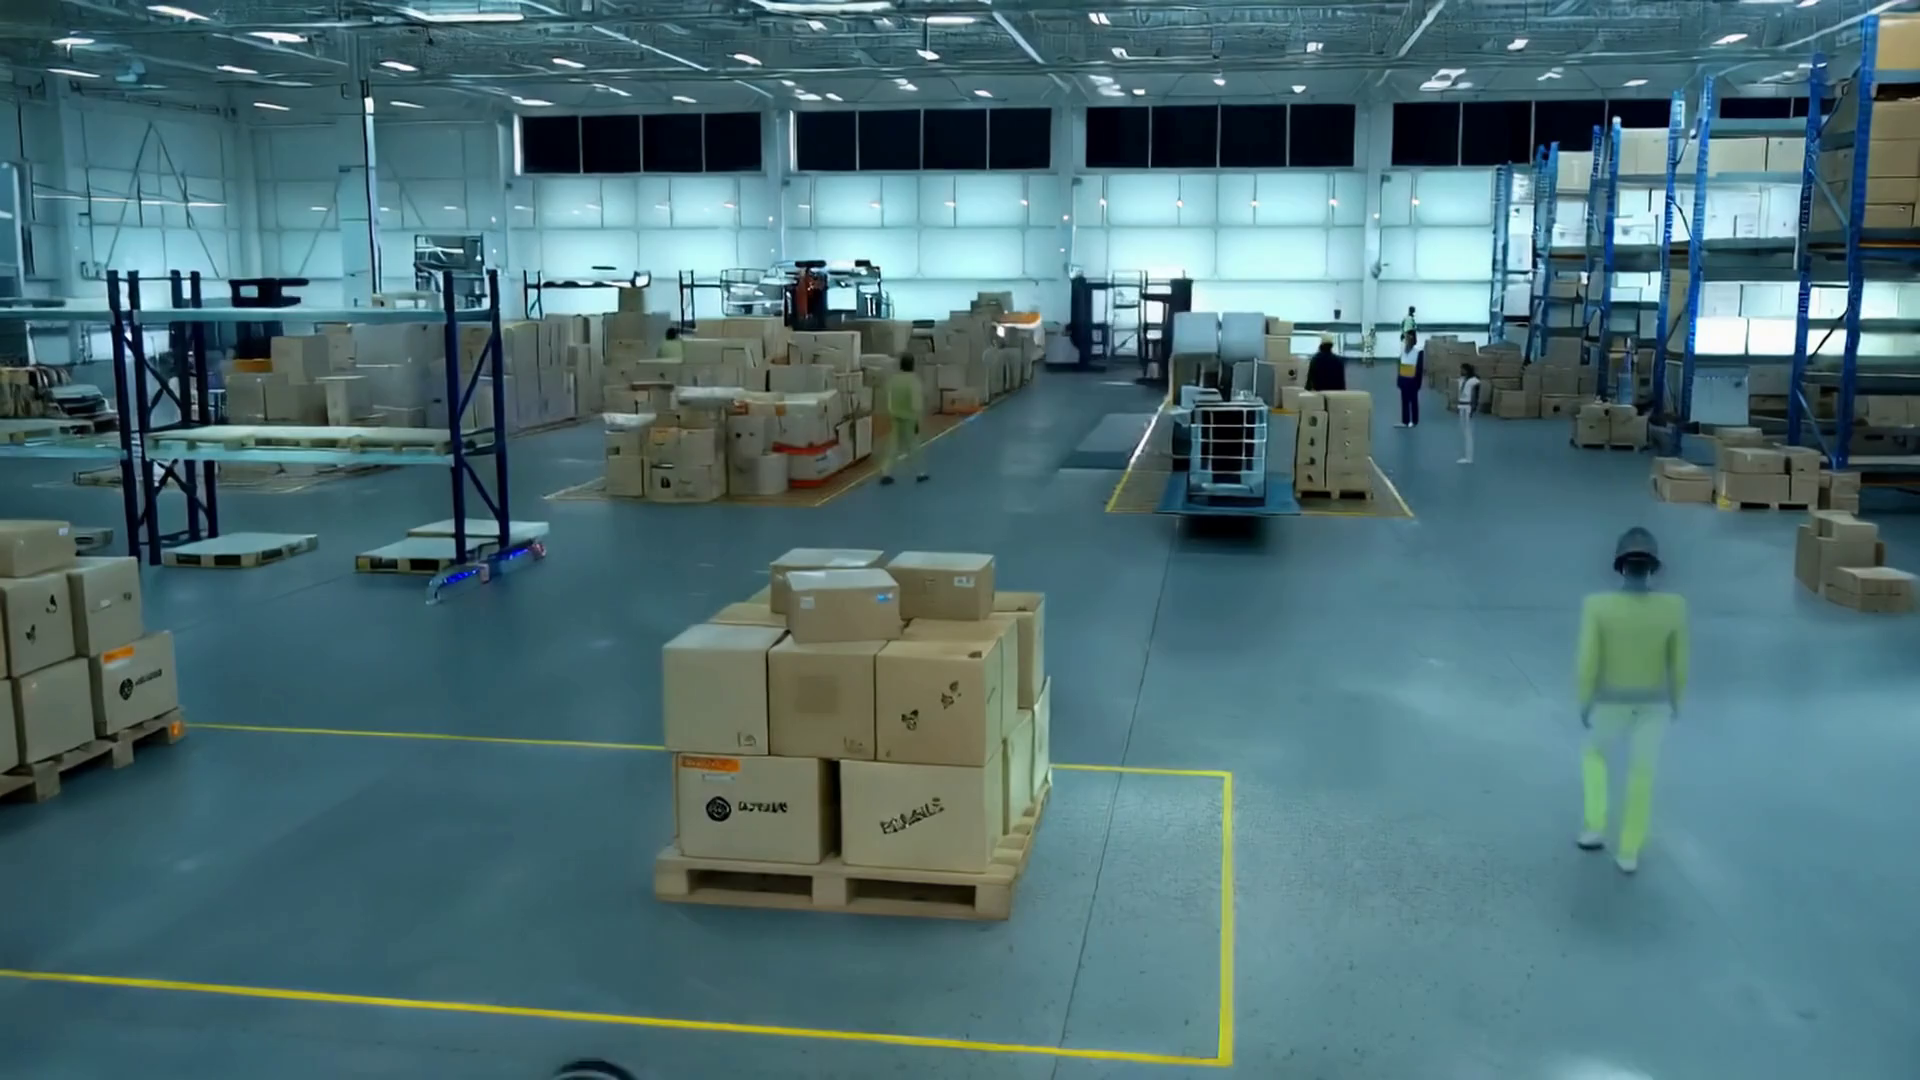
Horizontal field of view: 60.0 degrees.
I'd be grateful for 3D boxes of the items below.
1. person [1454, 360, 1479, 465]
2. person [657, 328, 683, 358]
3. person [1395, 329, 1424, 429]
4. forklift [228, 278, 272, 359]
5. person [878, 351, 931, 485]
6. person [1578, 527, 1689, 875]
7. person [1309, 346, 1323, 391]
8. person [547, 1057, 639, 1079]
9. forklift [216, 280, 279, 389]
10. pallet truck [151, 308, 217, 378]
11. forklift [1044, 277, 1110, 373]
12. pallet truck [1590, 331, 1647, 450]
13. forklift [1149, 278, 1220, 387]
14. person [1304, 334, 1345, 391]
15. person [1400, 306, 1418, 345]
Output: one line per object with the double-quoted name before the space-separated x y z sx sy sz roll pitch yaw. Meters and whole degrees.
"person" 7.960 -1.996 26.074 0.313 1.631 0.526 0 9 0
"person" -5.732 -3.299 33.312 0.633 1.901 0.993 -2 9 -13
"person" 8.655 -3.095 31.995 0.397 1.911 0.587 -5 11 -30
"forklift" -17.894 -5.356 42.944 1.873 2.768 1.129 -3 10 -18
"person" -0.814 -1.727 23.610 0.644 1.900 0.999 7 12 37
"person" 3.409 0.799 8.478 0.532 1.748 0.604 3 10 16
"person" 6.432 -2.610 29.645 0.529 1.697 0.321 -3 10 -19
"person" -0.527 1.687 2.672 0.551 1.854 0.556 -1 9 -5
"forklift" -15.499 -4.338 36.670 1.129 2.768 1.873 1 9 5
"pallet truck" -21.869 -5.598 47.154 0.823 1.965 1.885 4 10 26
"forklift" 3.461 -6.347 49.061 1.873 2.768 1.129 2 9 9
"pallet truck" 11.253 -2.573 28.499 0.823 1.965 1.885 5 10 27
"forklift" 5.749 -5.393 43.175 1.873 2.768 1.129 -1 9 -7
"person" 6.125 -2.495 28.125 0.627 1.963 0.844 -2 10 -14
"person" 14.291 -6.486 52.912 0.562 1.941 0.593 5 10 28
